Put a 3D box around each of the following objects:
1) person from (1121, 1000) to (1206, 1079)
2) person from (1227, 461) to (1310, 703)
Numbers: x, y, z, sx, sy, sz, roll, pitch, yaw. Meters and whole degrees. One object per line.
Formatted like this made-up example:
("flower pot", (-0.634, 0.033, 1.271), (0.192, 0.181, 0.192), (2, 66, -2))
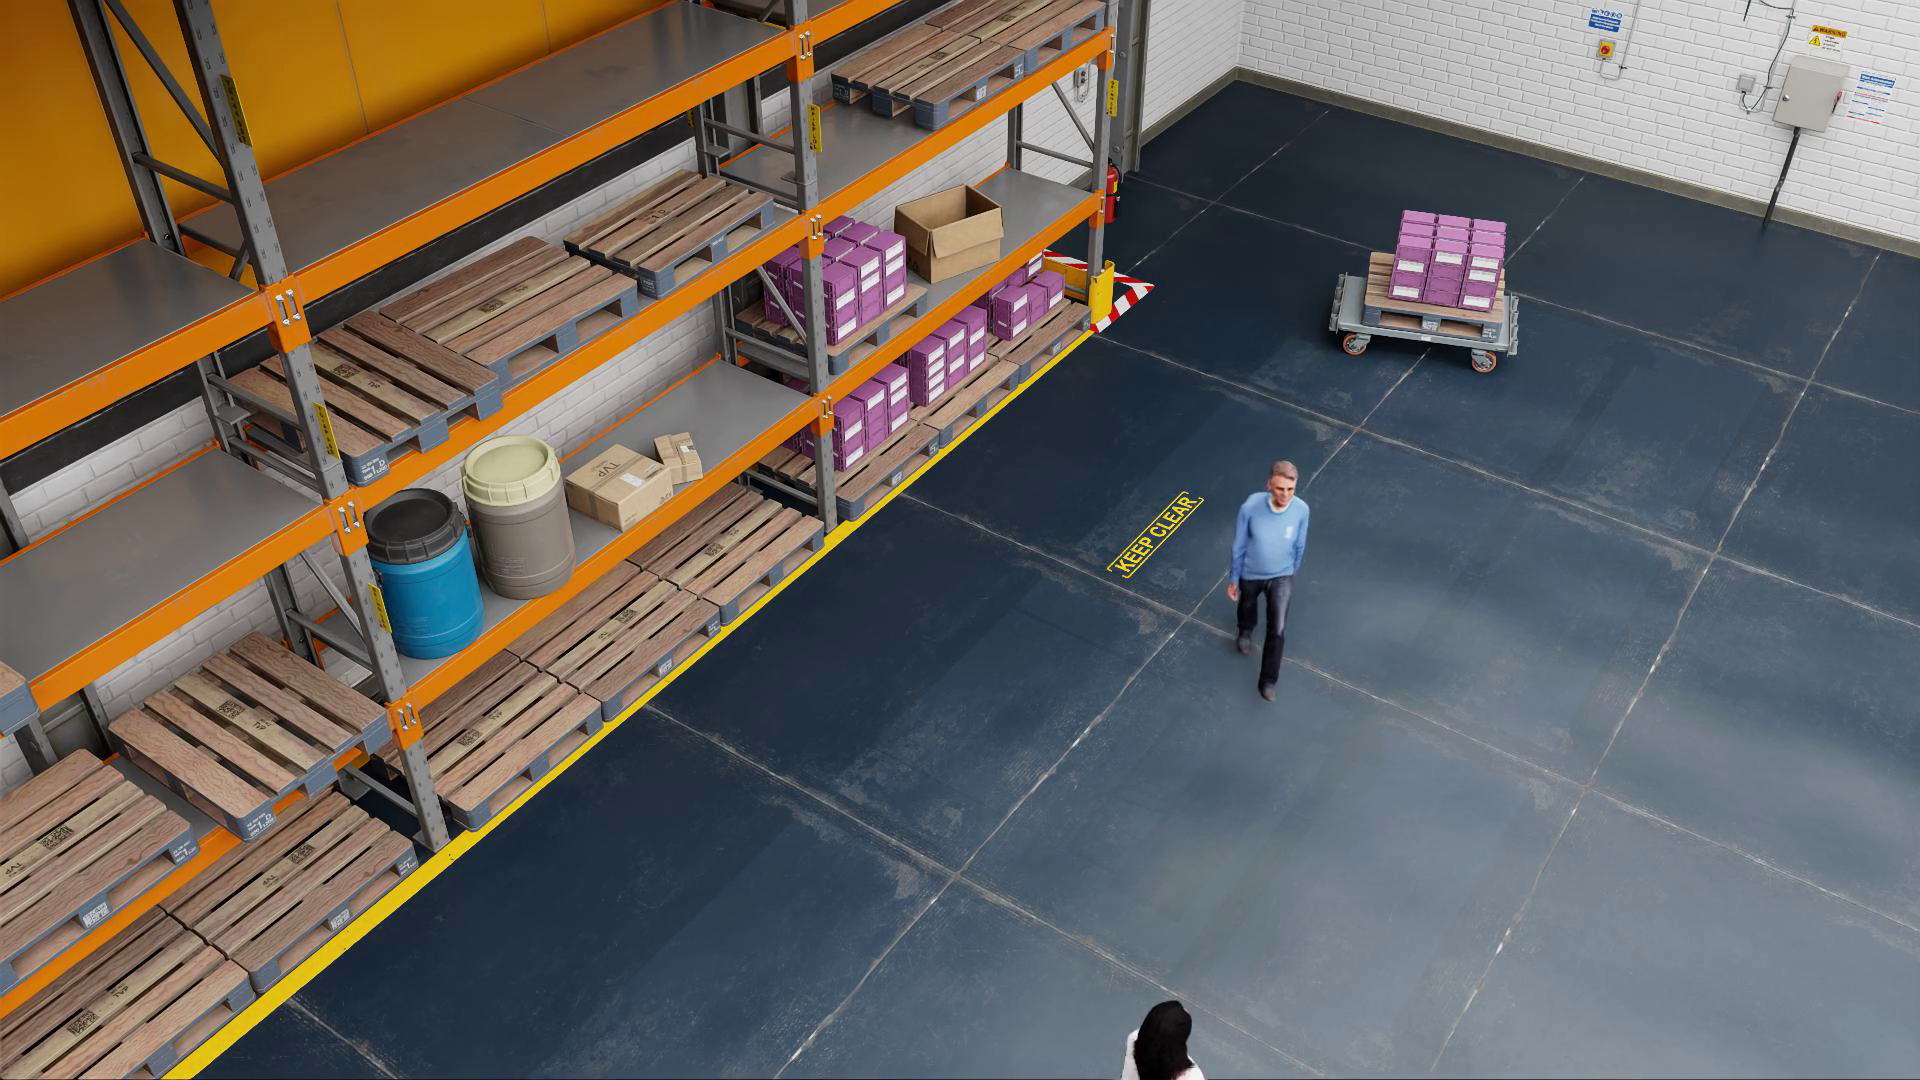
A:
("person", (0.930, 2.889, 8.139), (1.176, 1.663, 0.778), (-31, 48, -33))
("person", (2.089, 0.155, 11.482), (1.009, 1.764, 1.240), (4, 39, 5))
